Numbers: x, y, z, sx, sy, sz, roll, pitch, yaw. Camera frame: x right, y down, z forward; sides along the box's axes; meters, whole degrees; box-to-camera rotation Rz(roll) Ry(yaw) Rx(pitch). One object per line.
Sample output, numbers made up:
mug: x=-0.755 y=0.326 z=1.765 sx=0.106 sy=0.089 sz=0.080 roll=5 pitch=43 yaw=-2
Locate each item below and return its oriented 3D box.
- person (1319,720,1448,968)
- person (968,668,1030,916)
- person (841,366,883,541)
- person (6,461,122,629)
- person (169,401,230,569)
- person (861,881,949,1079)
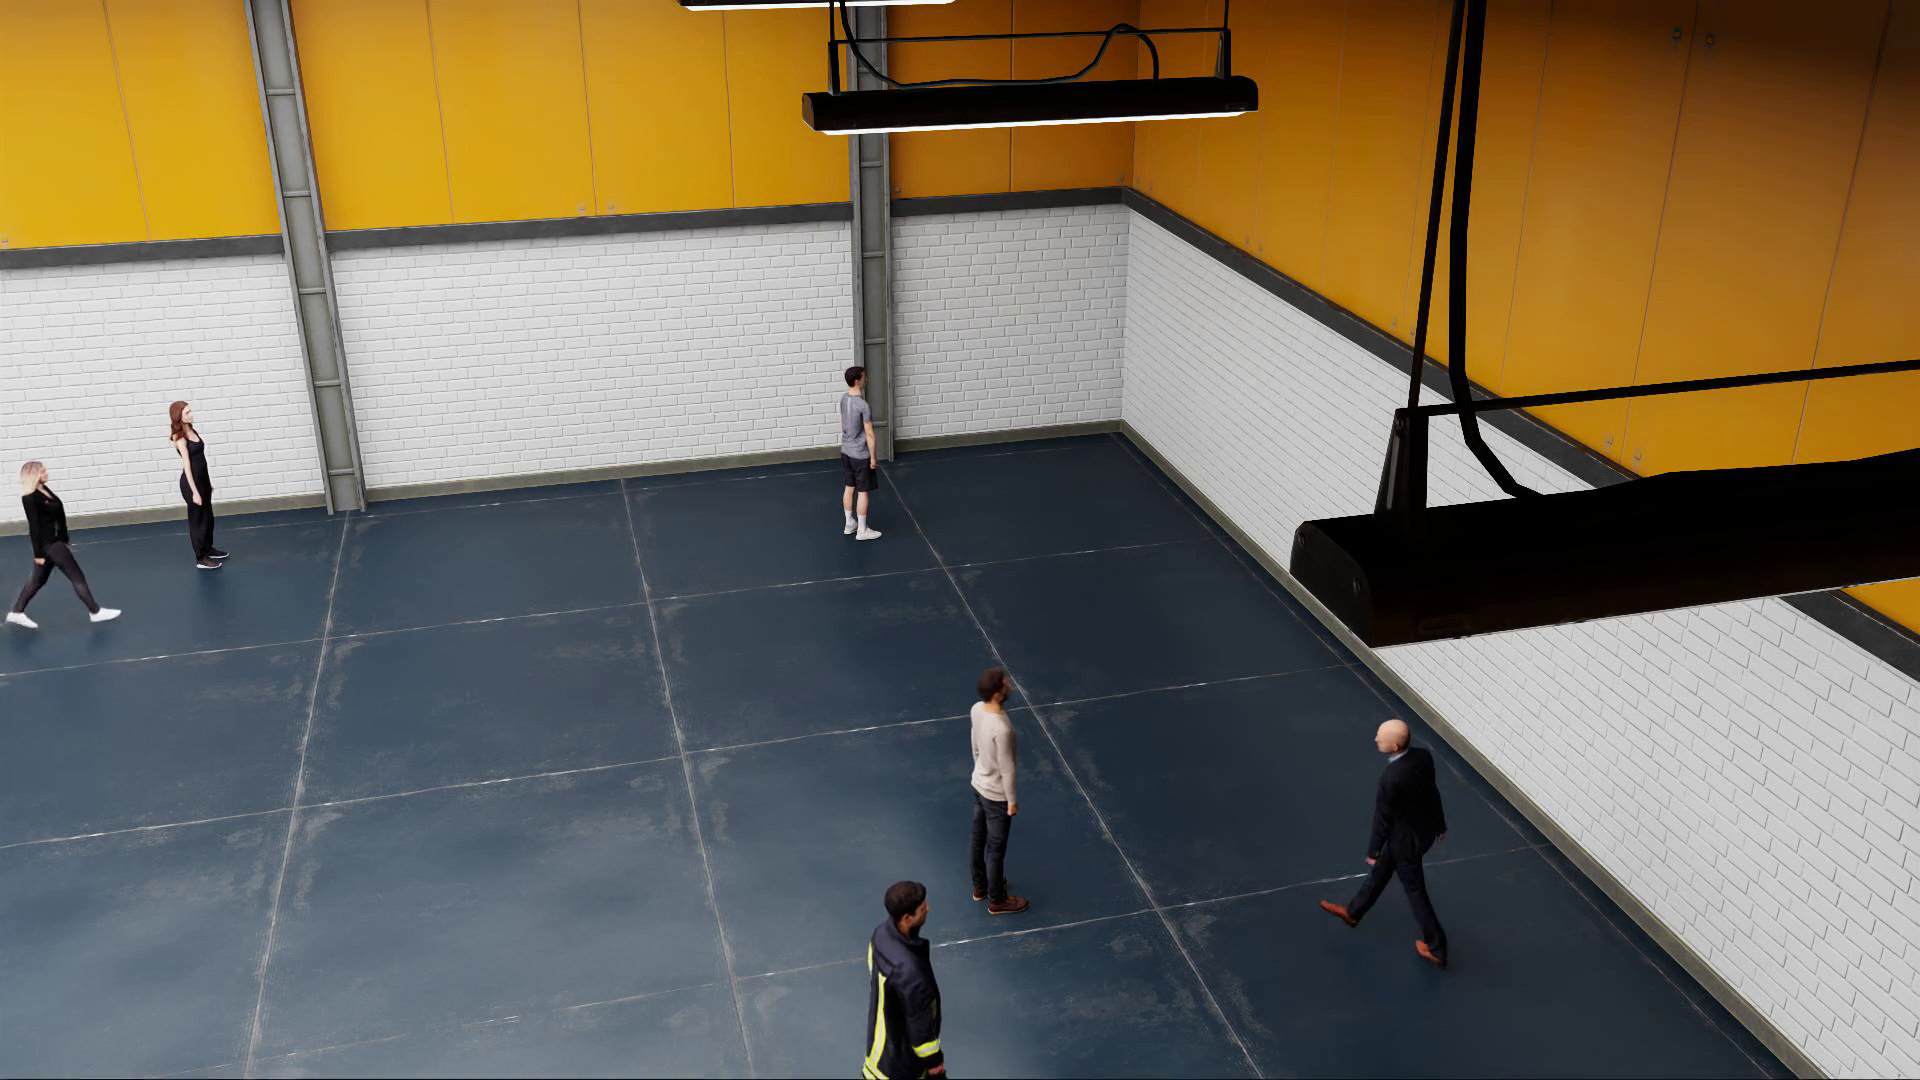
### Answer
person: x=3.002 y=2.004 z=10.920 sx=1.237 sy=1.735 sz=1.215 roll=-21 pitch=31 yaw=-39
person: x=0.222 y=1.710 z=11.424 sx=0.648 sy=1.871 sz=0.699 roll=-12 pitch=26 yaw=-25
person: x=-1.086 y=-0.925 z=17.450 sx=0.684 sy=1.873 sz=0.725 roll=-18 pitch=29 yaw=-35
person: x=-8.540 y=0.095 z=15.403 sx=1.192 sy=1.644 sz=0.651 roll=-8 pitch=25 yaw=-17
person: x=-7.737 y=-0.573 z=16.800 sx=0.574 sy=1.748 sz=0.608 roll=-2 pitch=24 yaw=-5
person: x=-0.400 y=2.728 z=9.070 sx=1.224 sy=1.891 sz=0.836 roll=-4 pitch=24 yaw=-8
